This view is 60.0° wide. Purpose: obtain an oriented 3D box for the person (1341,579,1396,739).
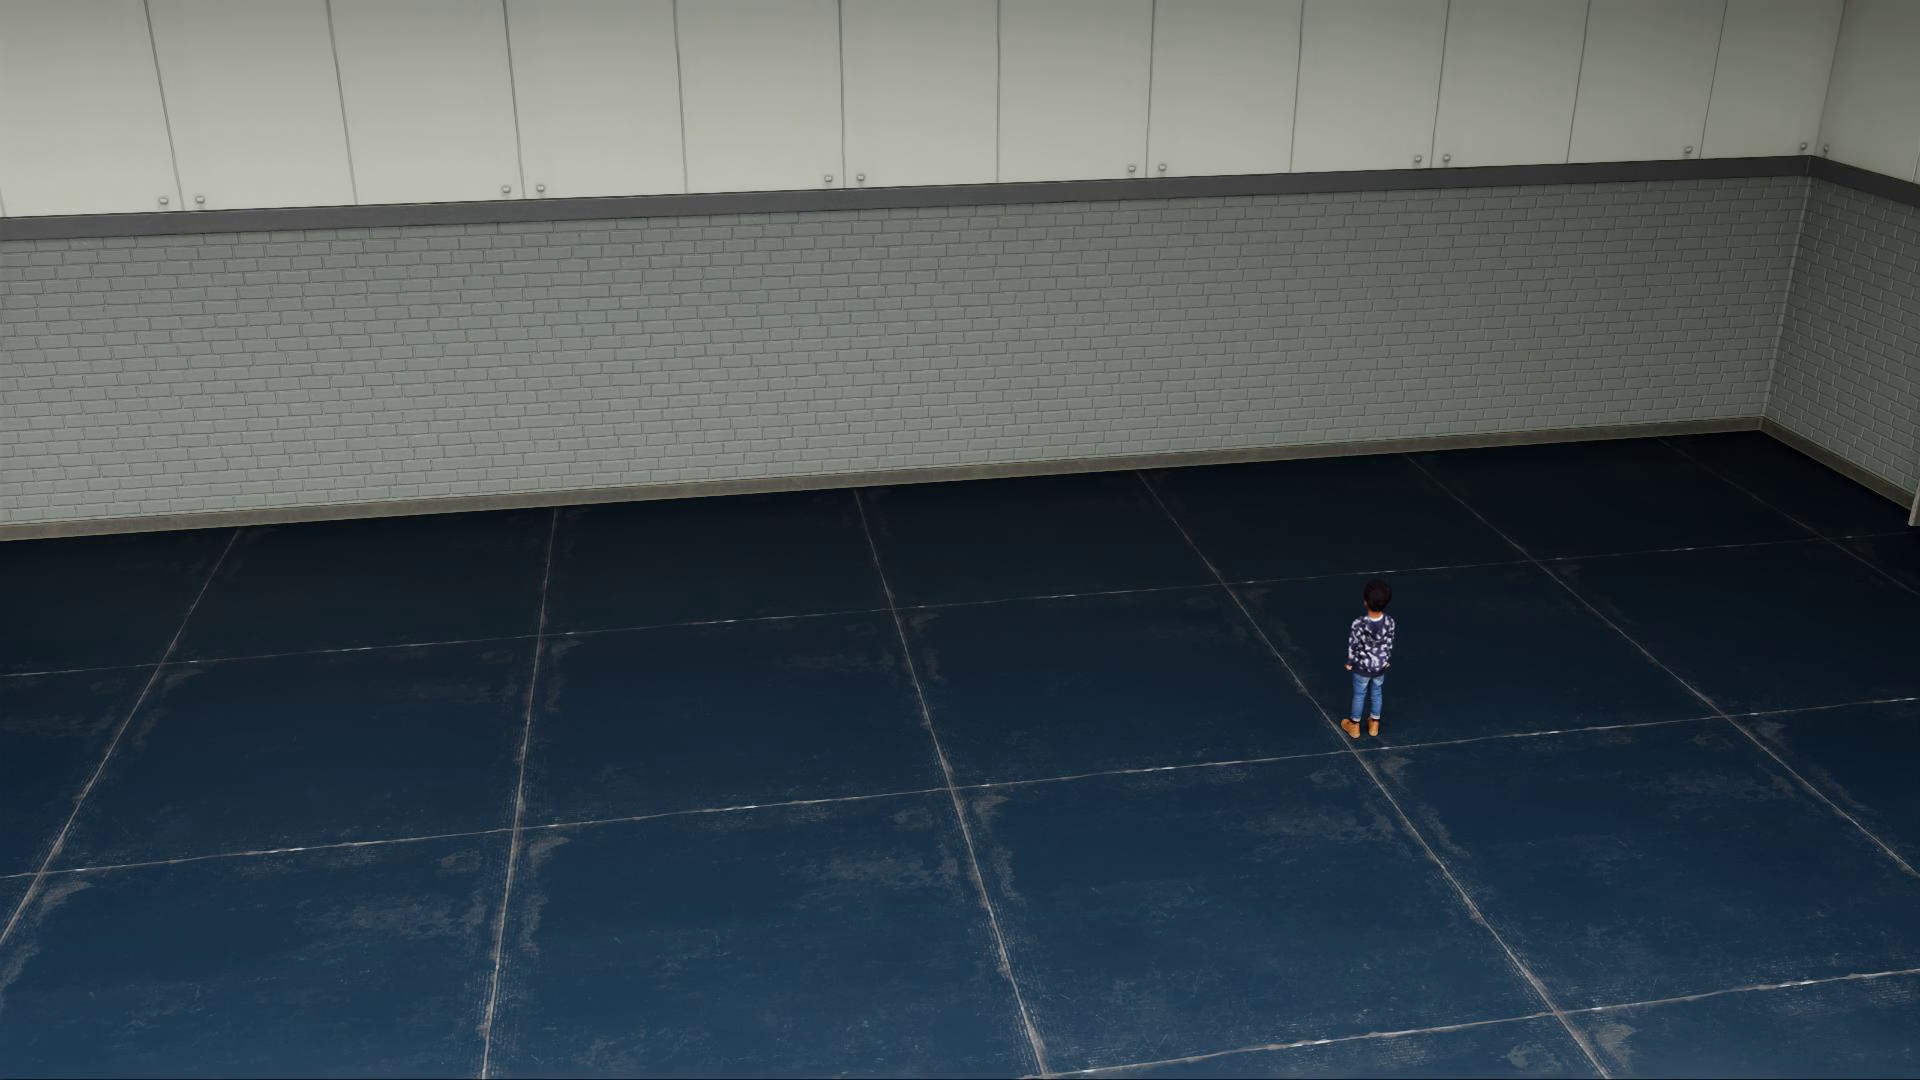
[{"bbox_3d":[3.014,0.865,12.230,0.495,1.251,0.508,-3,23,-7],"label":"person"}]
